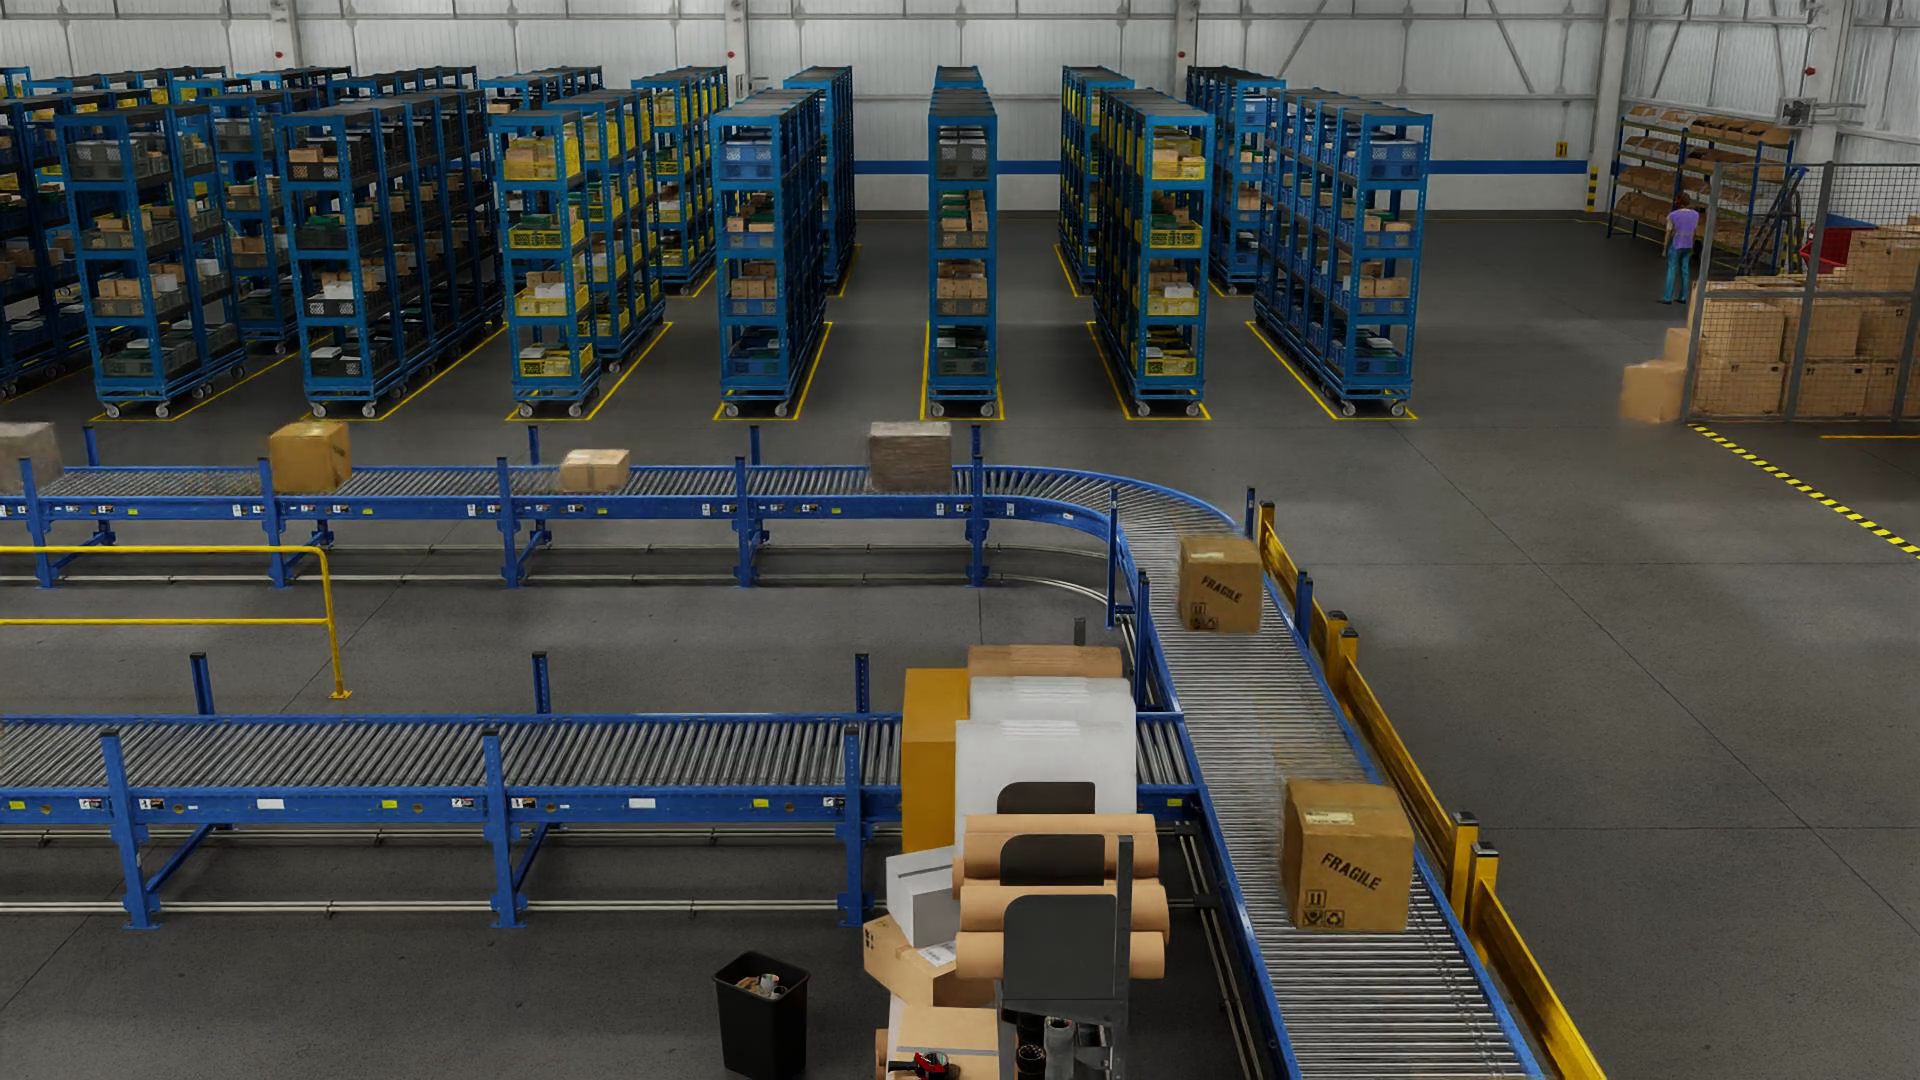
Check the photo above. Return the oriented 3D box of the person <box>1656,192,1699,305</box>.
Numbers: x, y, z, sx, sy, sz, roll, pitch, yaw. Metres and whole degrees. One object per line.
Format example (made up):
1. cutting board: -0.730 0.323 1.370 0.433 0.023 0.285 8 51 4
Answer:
1. person: 11.898 -4.812 27.497 0.561 1.836 0.392 -4 18 -13

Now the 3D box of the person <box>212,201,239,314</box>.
1. person: -11.744 -4.556 26.706 0.403 1.834 0.586 -13 22 -35
